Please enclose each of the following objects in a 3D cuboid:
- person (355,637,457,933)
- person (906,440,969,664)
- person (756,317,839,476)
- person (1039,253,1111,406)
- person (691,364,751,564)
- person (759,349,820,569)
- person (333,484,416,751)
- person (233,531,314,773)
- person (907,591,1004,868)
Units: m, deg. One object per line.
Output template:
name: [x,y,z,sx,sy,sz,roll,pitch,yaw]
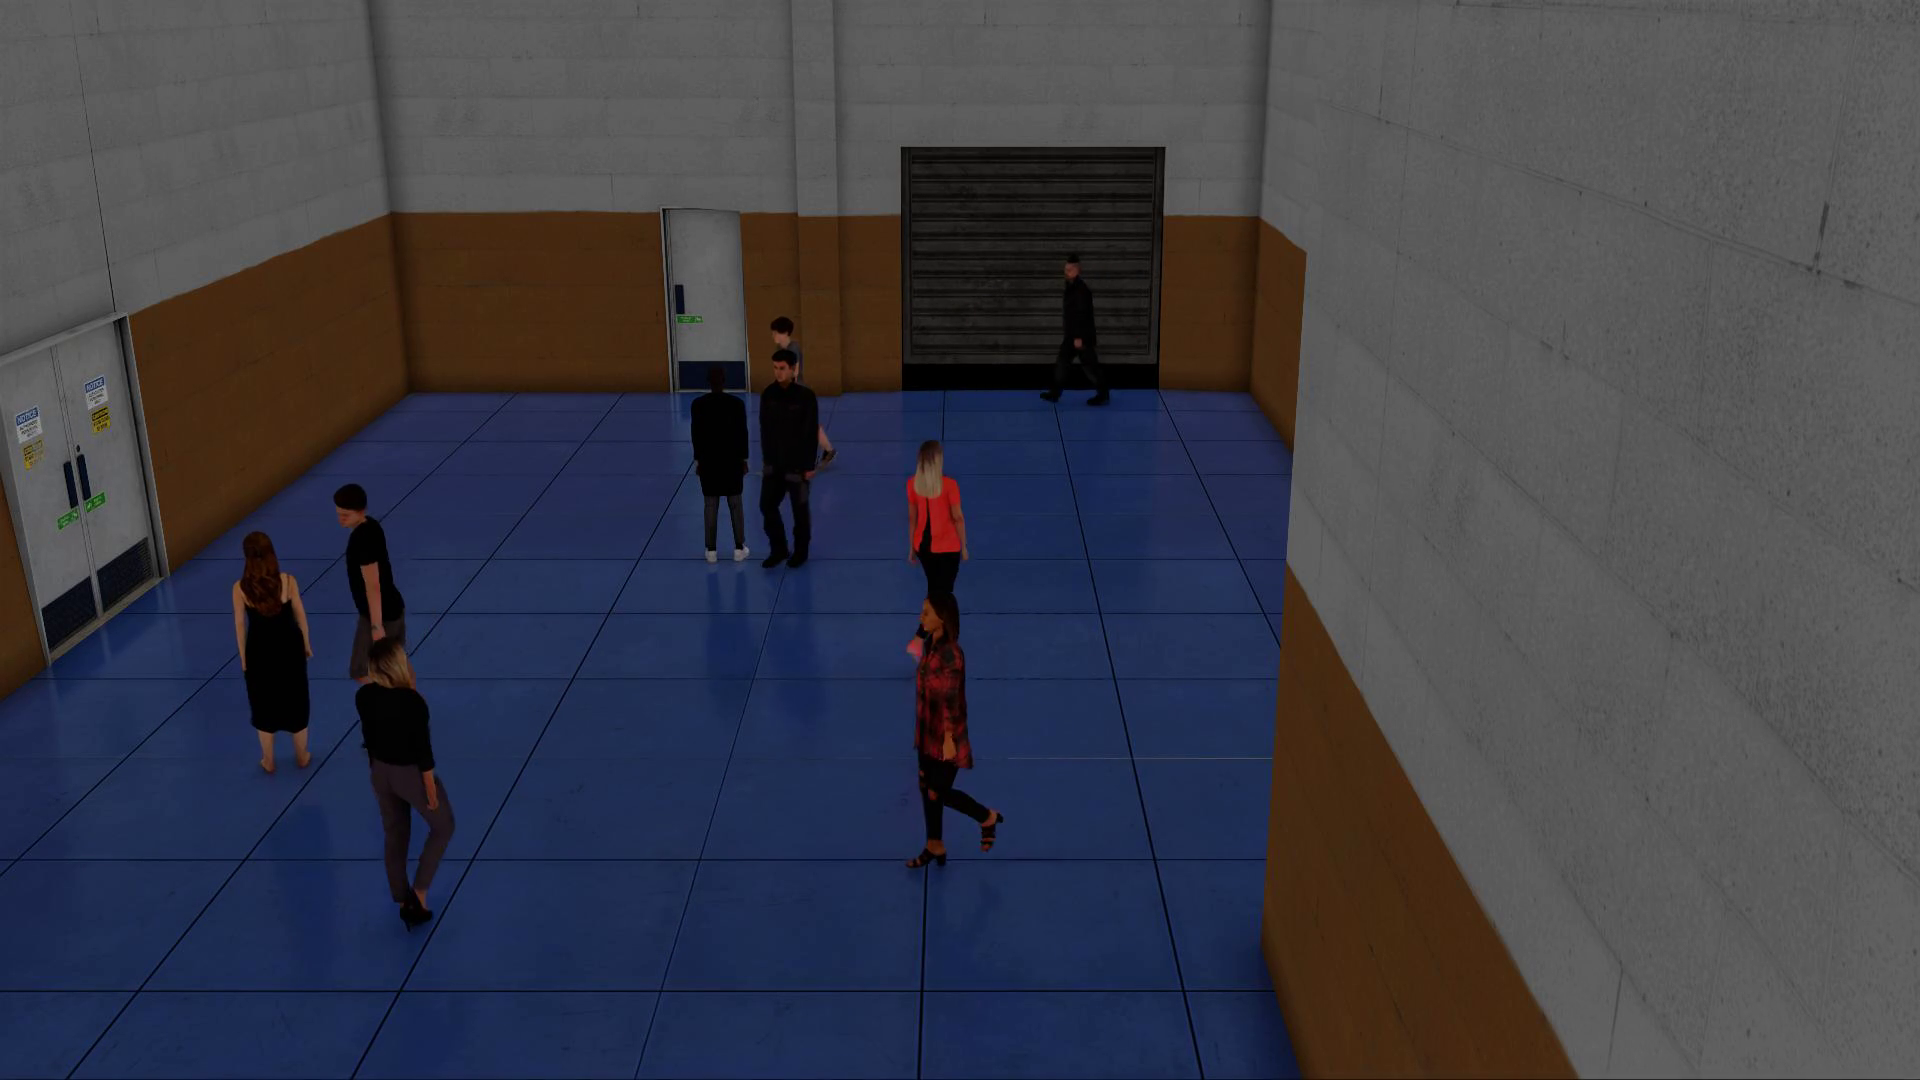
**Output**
person: [-2.973,1.333,8.733,0.631,1.661,0.758,7,20,19]
person: [-0.215,0.113,12.341,1.122,1.667,1.040,11,22,30]
person: [-1.643,-1.468,17.087,1.184,1.619,1.055,-15,24,-37]
person: [1.504,-2.487,19.765,1.244,1.827,1.027,-5,19,-15]
person: [-2.091,-0.671,14.520,0.500,1.762,0.713,-1,19,-4]
person: [-1.435,-0.726,14.424,0.816,1.928,0.909,7,20,21]
person: [-3.797,0.481,10.993,0.649,1.831,0.751,0,19,0]
person: [-4.352,0.729,10.588,0.637,1.621,0.735,-9,20,-24]
person: [-0.031,1.089,9.409,0.905,1.691,0.783,-7,20,-21]
